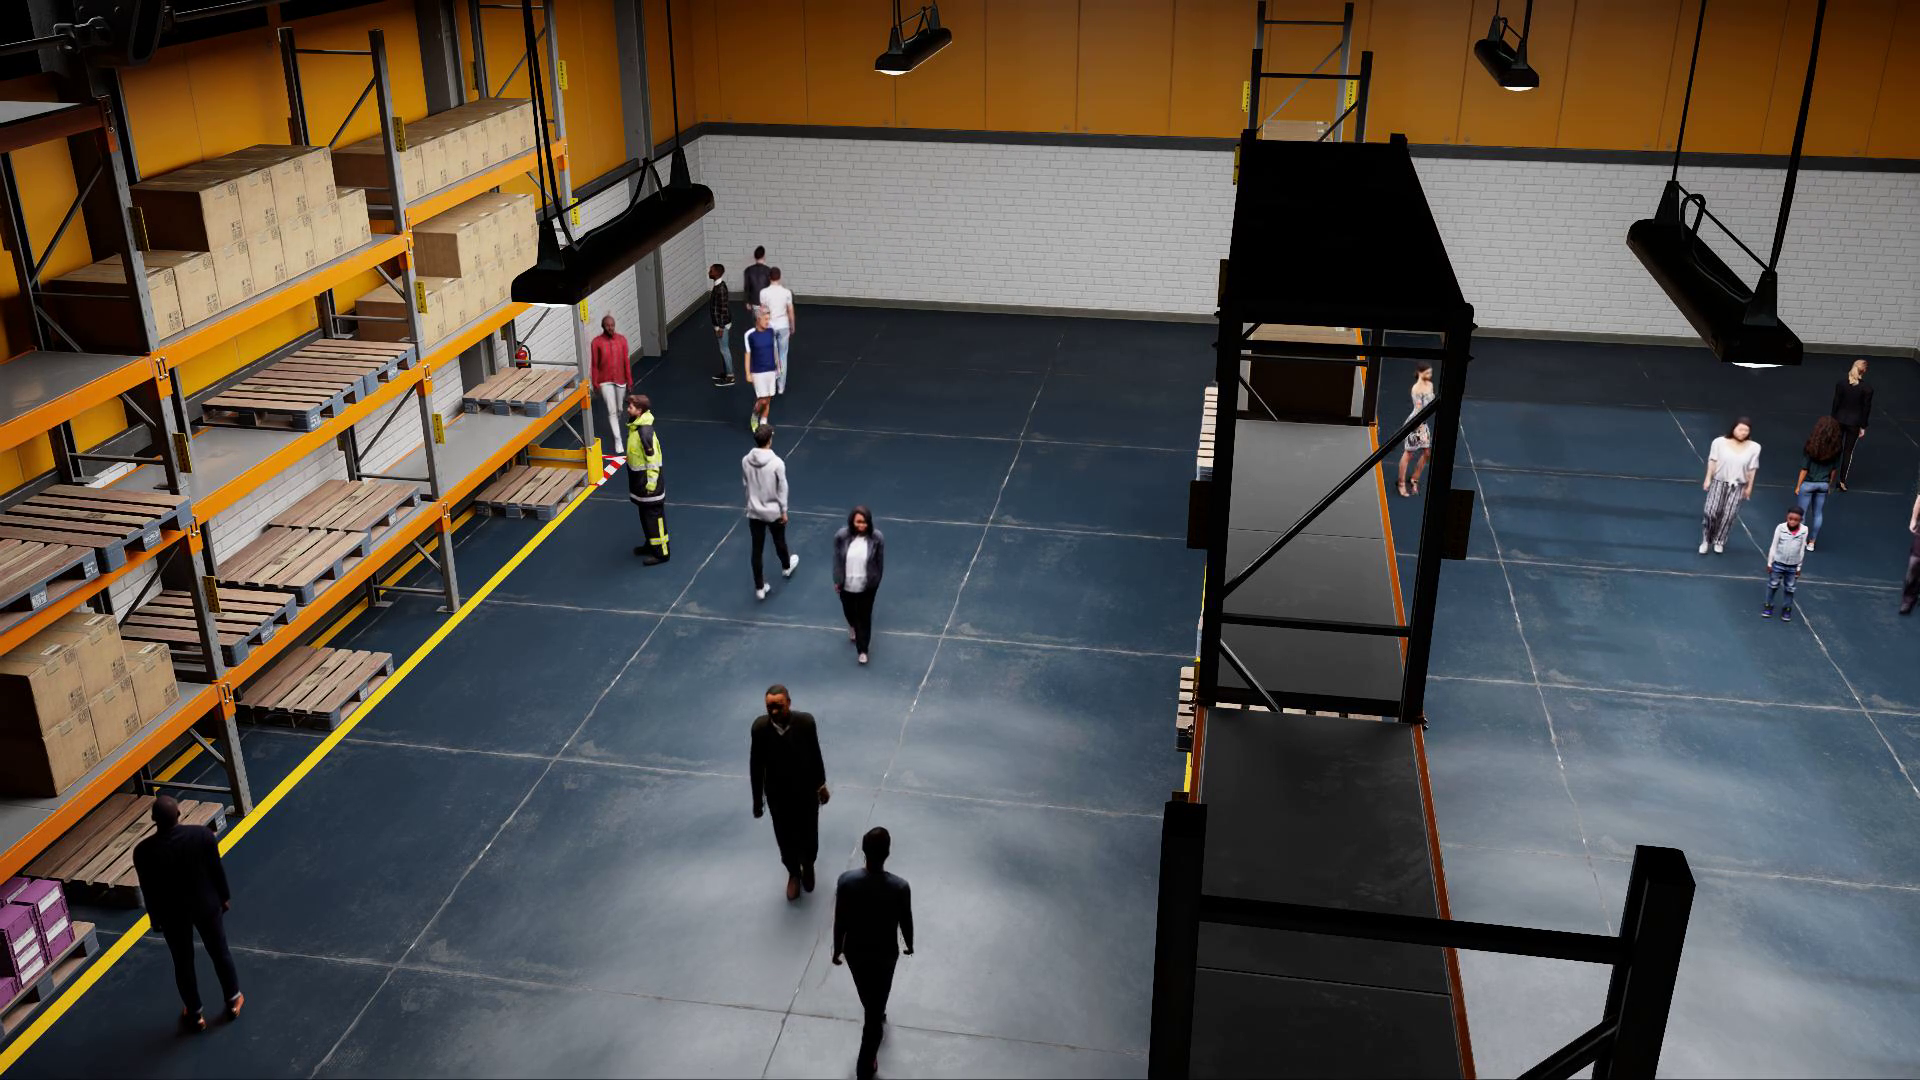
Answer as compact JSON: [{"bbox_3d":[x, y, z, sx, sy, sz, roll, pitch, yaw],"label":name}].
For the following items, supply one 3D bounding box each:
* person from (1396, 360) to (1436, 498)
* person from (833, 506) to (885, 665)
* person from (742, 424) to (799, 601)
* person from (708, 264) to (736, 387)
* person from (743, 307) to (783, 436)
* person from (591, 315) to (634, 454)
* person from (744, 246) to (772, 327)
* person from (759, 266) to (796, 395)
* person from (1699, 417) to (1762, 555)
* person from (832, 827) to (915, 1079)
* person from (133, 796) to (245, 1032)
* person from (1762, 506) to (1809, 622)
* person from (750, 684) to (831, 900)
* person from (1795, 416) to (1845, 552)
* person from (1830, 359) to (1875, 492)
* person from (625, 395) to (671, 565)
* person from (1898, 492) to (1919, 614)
[{"bbox_3d":[5.518,-1.364,20.441,0.822,1.803,0.758,19,30,37],"label":"person"},{"bbox_3d":[-1.032,0.386,16.726,0.779,1.572,1.089,1,24,2],"label":"person"},{"bbox_3d":[-2.128,-0.268,17.823,0.761,1.892,1.125,6,24,13],"label":"person"},{"bbox_3d":[-3.520,-3.207,24.635,0.797,1.820,0.638,-5,24,-11],"label":"person"},{"bbox_3d":[-2.733,-2.300,22.567,0.743,1.815,0.821,-21,31,-39],"label":"person"},{"bbox_3d":[-4.664,-2.144,22.238,1.127,1.792,1.296,-11,26,-23],"label":"person"},{"bbox_3d":[-3.041,-3.564,25.443,0.641,1.827,0.580,4,24,9],"label":"person"},{"bbox_3d":[-2.657,-3.011,24.218,0.895,1.796,1.258,-3,24,-6],"label":"person"},{"bbox_3d":[8.774,-0.649,18.982,0.763,1.661,0.787,9,25,20],"label":"person"},{"bbox_3d":[-0.607,2.792,10.980,0.687,1.765,1.109,4,24,9],"label":"person"},{"bbox_3d":[-5.309,2.555,11.457,0.786,1.817,0.833,-14,27,-29],"label":"person"},{"bbox_3d":[8.704,0.219,17.505,0.538,1.254,0.552,10,26,22],"label":"person"},{"bbox_3d":[-1.290,1.893,12.891,0.780,1.883,0.723,-1,24,-2],"label":"person"},{"bbox_3d":[9.782,-0.646,19.029,0.624,1.617,0.625,1,24,2],"label":"person"},{"bbox_3d":[11.041,-1.428,20.706,0.728,1.707,0.703,-22,32,-40],"label":"person"},{"bbox_3d":[-3.520,-0.702,18.704,0.931,1.981,0.814,-10,26,-22],"label":"person"},{"bbox_3d":[10.373,-0.140,17.607,0.901,1.829,0.986,14,27,29],"label":"person"}]
